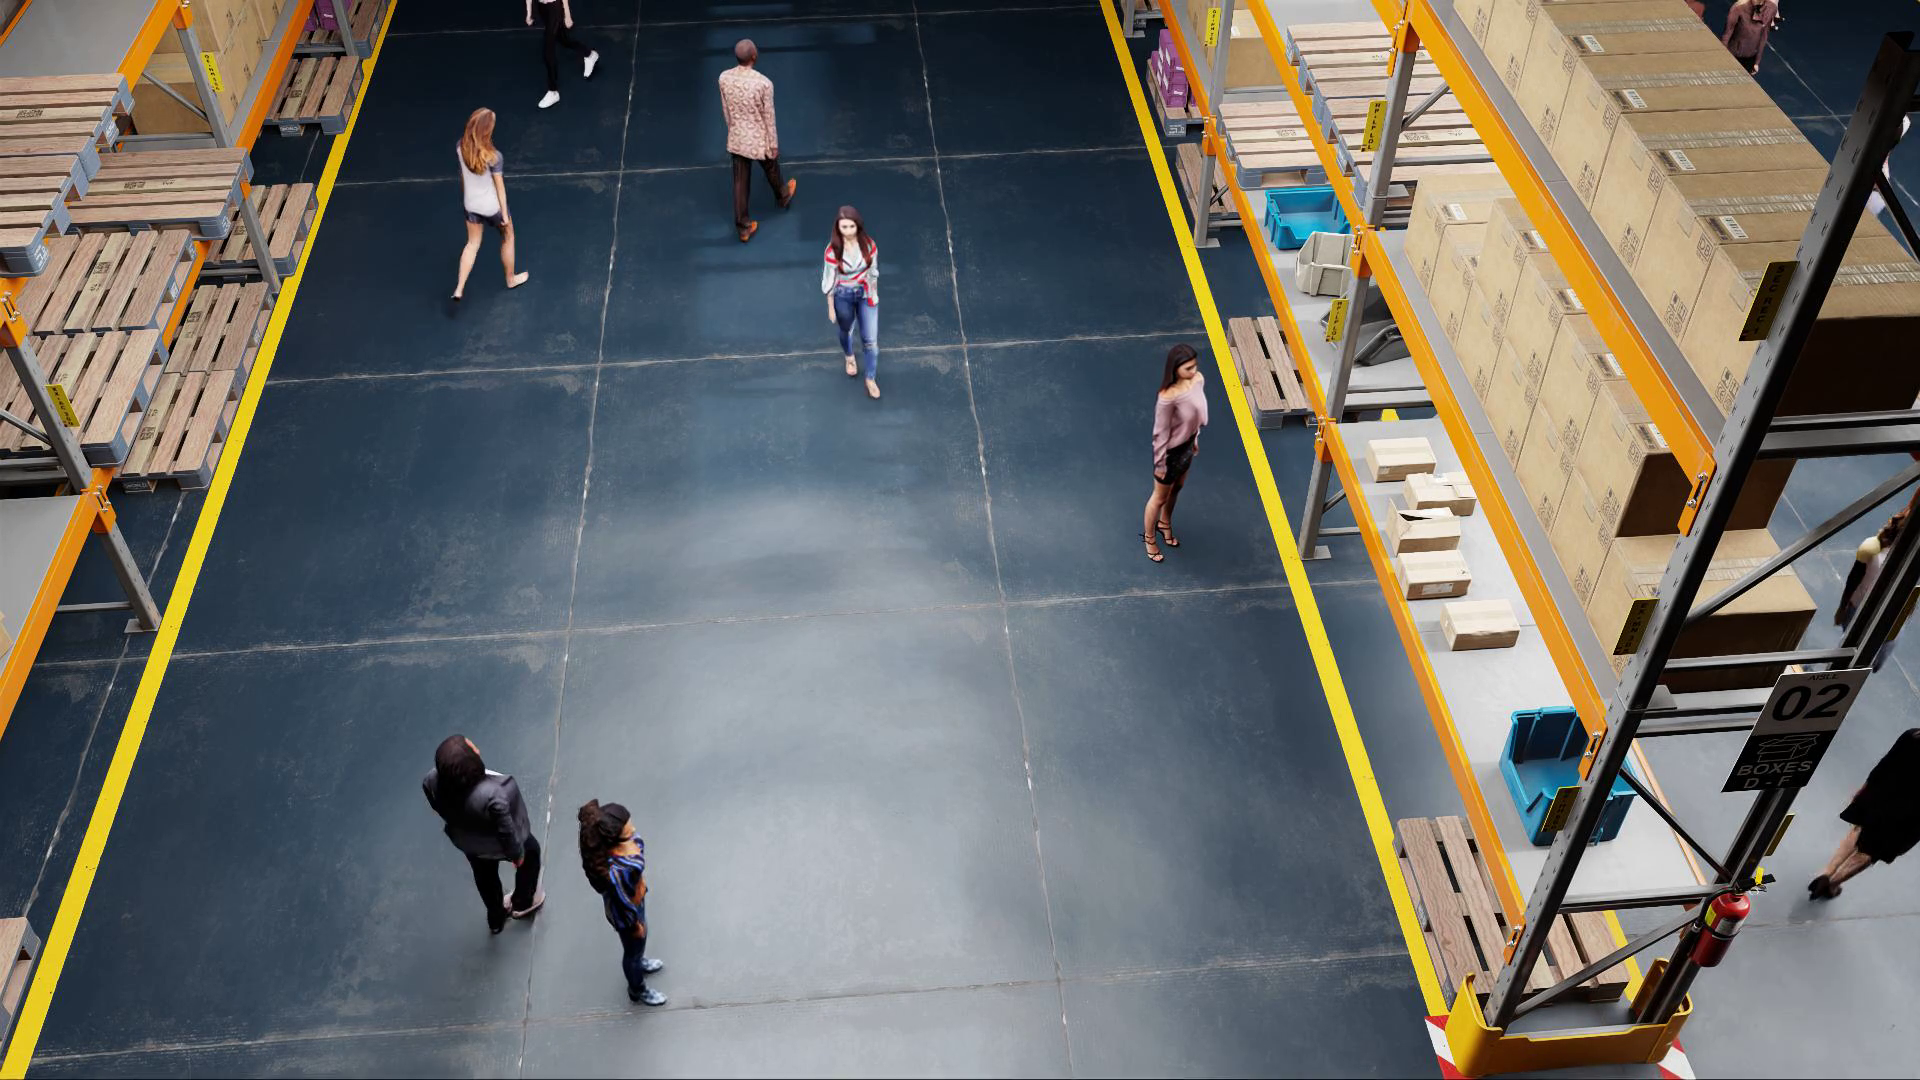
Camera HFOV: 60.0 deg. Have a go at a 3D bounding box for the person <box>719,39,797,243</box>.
[{"bbox_3d":[-1.844,-3.406,14.388,1.003,1.768,1.237,13,45,13],"label":"person"}]

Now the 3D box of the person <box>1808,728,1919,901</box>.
[{"bbox_3d":[5.131,1.555,9.209,0.844,1.729,0.791,-28,50,-26],"label":"person"}]

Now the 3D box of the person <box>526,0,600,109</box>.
[{"bbox_3d":[-3.941,-5.185,16.301,1.066,1.704,1.211,24,49,23],"label":"person"}]

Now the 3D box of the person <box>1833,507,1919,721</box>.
[{"bbox_3d":[5.725,0.395,10.444,0.764,1.703,0.822,11,45,12],"label":"person"}]

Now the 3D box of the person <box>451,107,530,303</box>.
[{"bbox_3d":[-3.969,-2.709,13.713,0.927,1.688,1.080,14,45,15],"label":"person"}]

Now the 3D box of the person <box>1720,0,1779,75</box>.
[{"bbox_3d":[7.282,-4.505,15.587,0.600,1.704,0.477,-3,44,-3],"label":"person"}]

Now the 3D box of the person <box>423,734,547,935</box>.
[{"bbox_3d":[-2.641,1.676,9.186,0.787,1.585,0.786,11,45,11],"label":"person"}]

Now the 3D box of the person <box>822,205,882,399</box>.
[{"bbox_3d":[-0.851,-1.943,12.982,0.683,1.589,0.875,-9,44,-9],"label":"person"}]

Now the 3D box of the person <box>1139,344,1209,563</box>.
[{"bbox_3d":[1.462,-0.601,11.412,0.747,1.811,0.699,32,52,29],"label":"person"}]

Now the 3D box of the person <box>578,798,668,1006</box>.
[{"bbox_3d":[-1.781,1.929,8.896,0.692,1.618,0.512,-8,44,-8],"label":"person"}]
